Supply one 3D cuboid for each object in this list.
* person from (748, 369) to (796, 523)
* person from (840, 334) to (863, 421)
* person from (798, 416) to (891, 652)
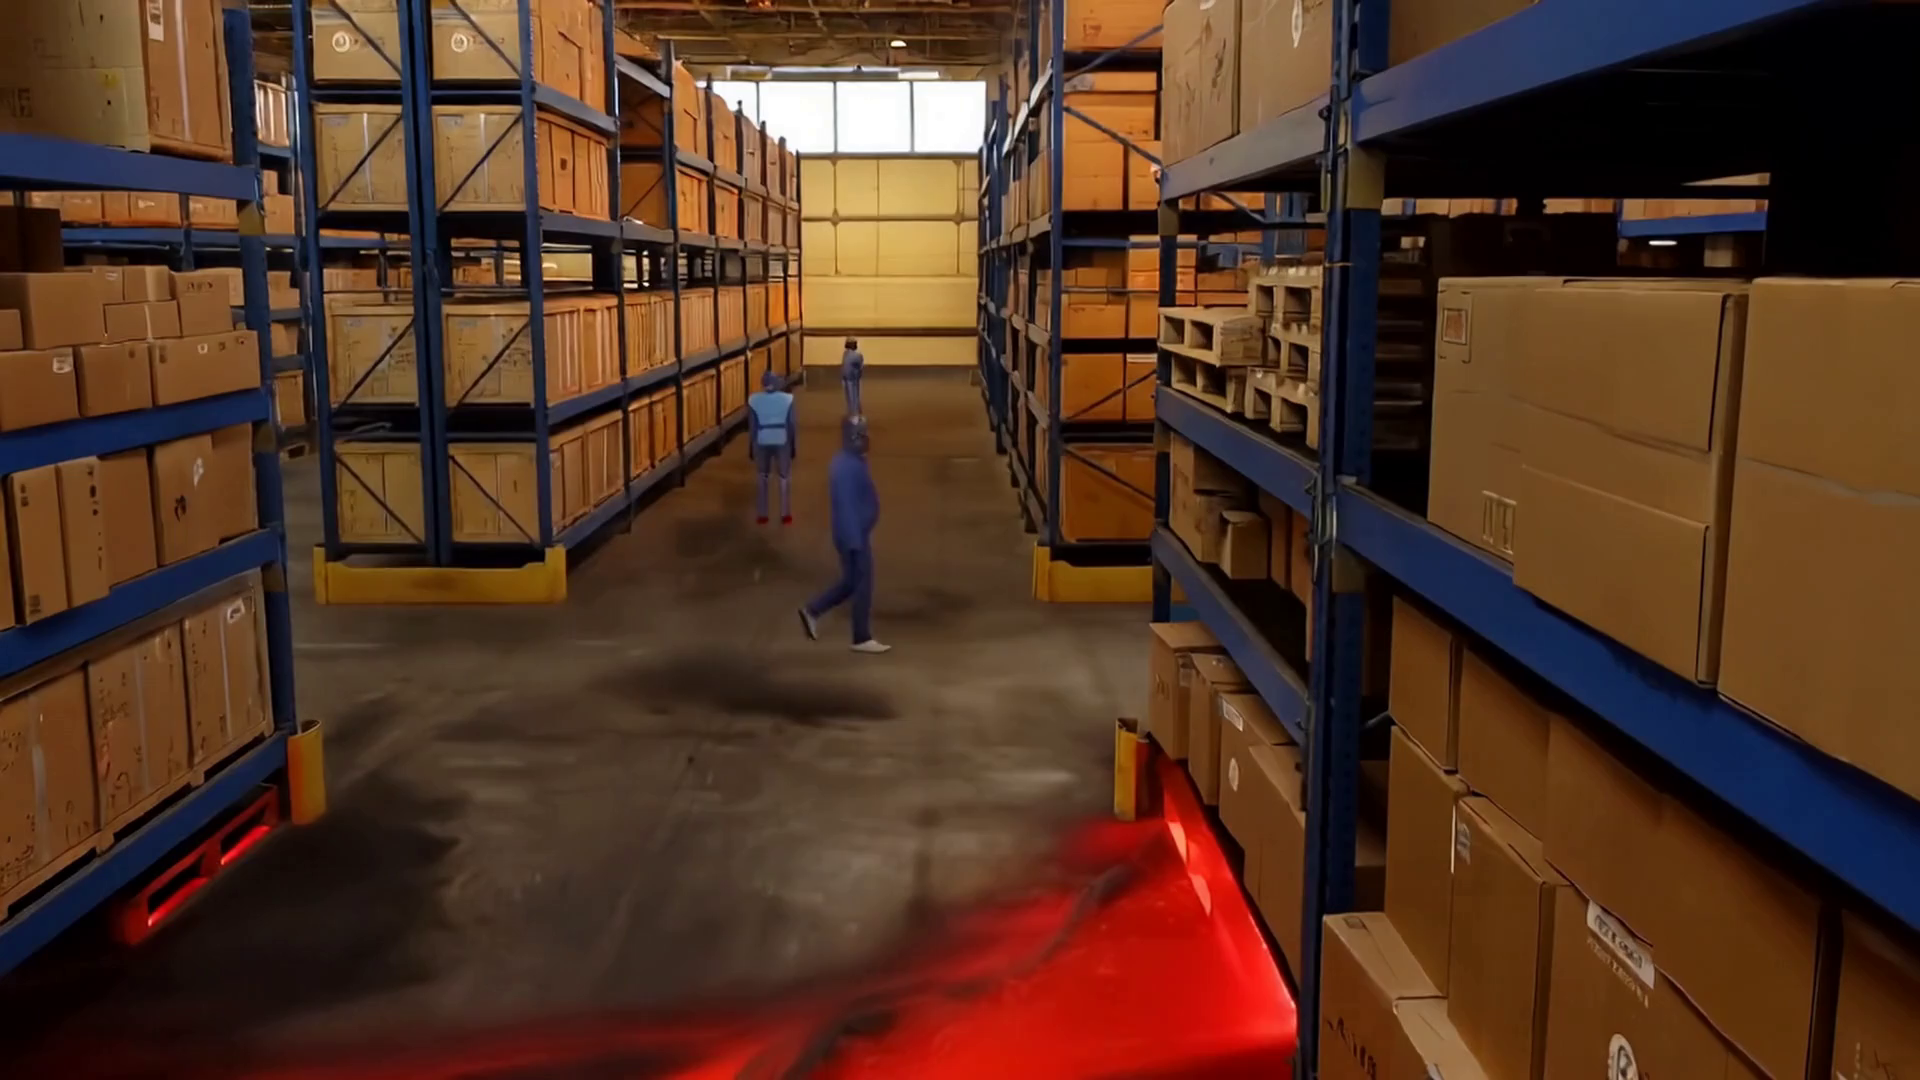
[{"bbox_3d":[-2.244,-1.118,19.900,0.563,1.838,0.389,-2,9,-12],"label":"person"},{"bbox_3d":[-2.160,-3.207,33.004,0.492,1.740,0.320,6,11,34],"label":"person"},{"bbox_3d":[-0.911,-0.036,13.131,0.633,1.891,0.652,-1,9,-8],"label":"person"}]
